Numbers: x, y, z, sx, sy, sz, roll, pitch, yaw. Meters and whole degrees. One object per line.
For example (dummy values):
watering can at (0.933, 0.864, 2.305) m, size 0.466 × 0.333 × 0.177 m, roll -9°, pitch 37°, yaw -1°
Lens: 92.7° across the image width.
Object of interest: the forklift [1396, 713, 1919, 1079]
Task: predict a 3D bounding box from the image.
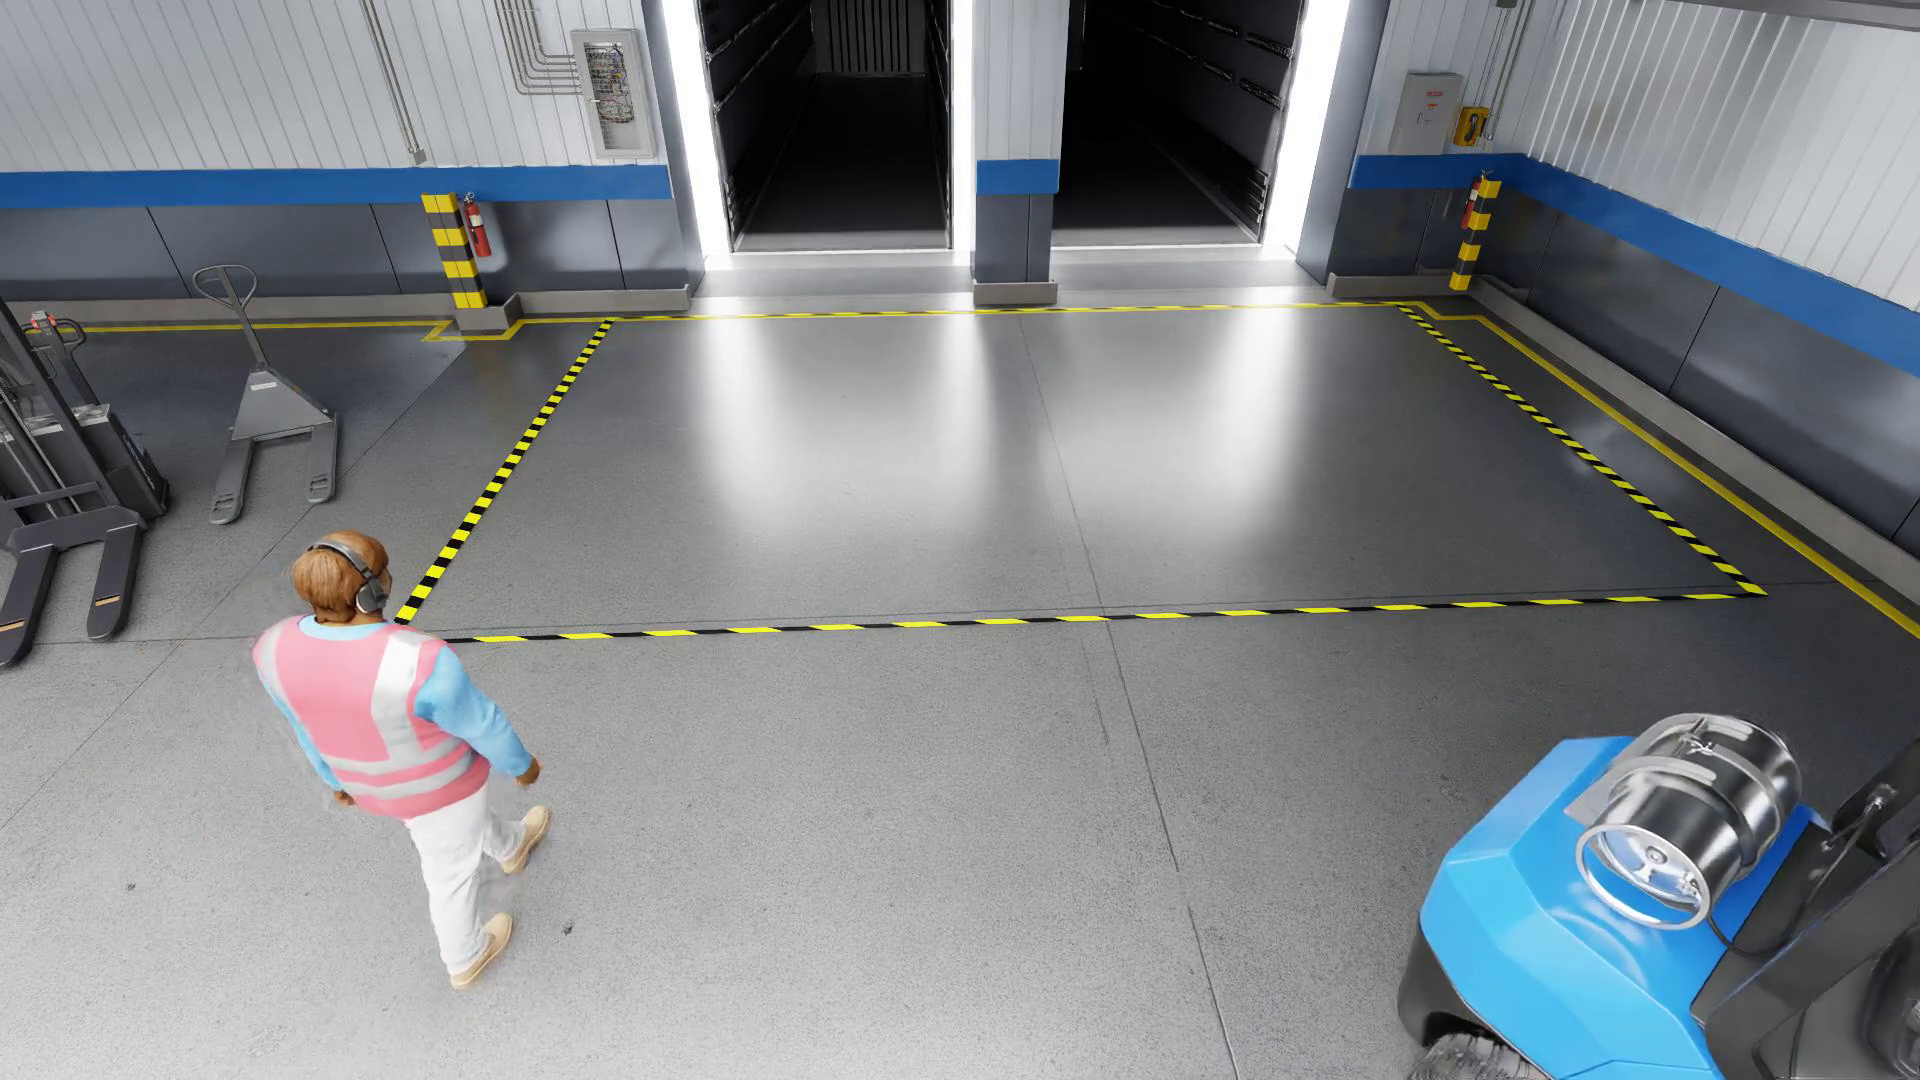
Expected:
forklift at (2.572, 1.217, 1.930) m, size 1.157 × 2.036 × 2.680 m, roll -24°, pitch 41°, yaw -30°

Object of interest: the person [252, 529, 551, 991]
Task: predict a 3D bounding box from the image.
person at (-1.753, 0.702, 3.141) m, size 0.645 × 1.810 × 0.762 m, roll 7°, pitch 36°, yaw 10°

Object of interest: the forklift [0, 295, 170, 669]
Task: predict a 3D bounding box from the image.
forklift at (-5.212, -0.618, 4.878) m, size 0.823 × 1.965 × 1.885 m, roll -20°, pitch 39°, yaw -26°

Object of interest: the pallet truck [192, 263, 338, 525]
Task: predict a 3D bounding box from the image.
pallet truck at (-4.778, -1.027, 6.128) m, size 0.680 × 1.201 × 1.601 m, roll -17°, pitch 38°, yaw -23°
